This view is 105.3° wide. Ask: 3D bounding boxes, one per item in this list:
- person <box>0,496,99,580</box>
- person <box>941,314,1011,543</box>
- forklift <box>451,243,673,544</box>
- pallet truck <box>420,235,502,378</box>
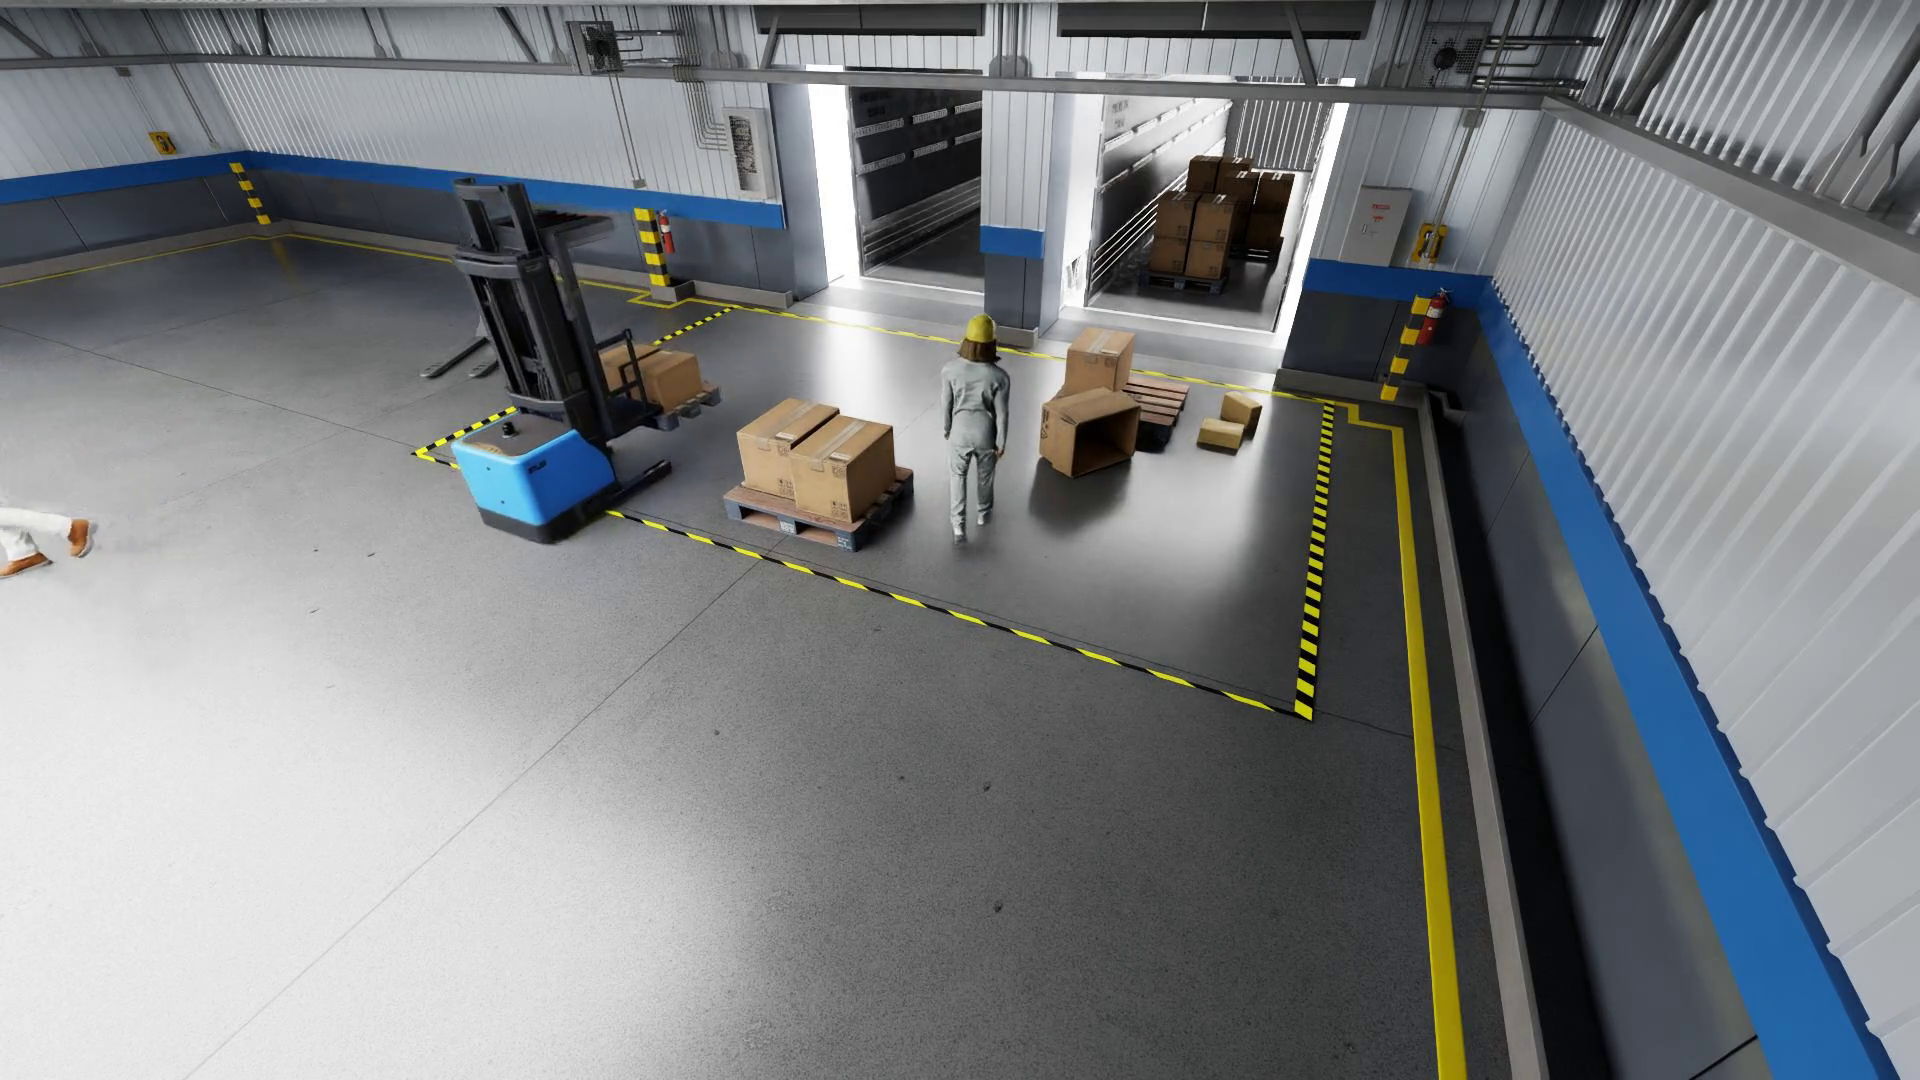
[{"bbox_3d":[-6.645,-0.594,4.860,0.689,1.931,0.623,-27,43,-32],"label":"person"},{"bbox_3d":[0.106,-0.760,5.267,0.491,1.716,0.720,5,36,7],"label":"person"},{"bbox_3d":[-3.249,-1.058,5.414,0.716,2.013,0.776,15,38,20],"label":"forklift"},{"bbox_3d":[-5.664,-2.712,8.427,0.680,1.201,1.601,0,35,-1],"label":"pallet truck"}]
